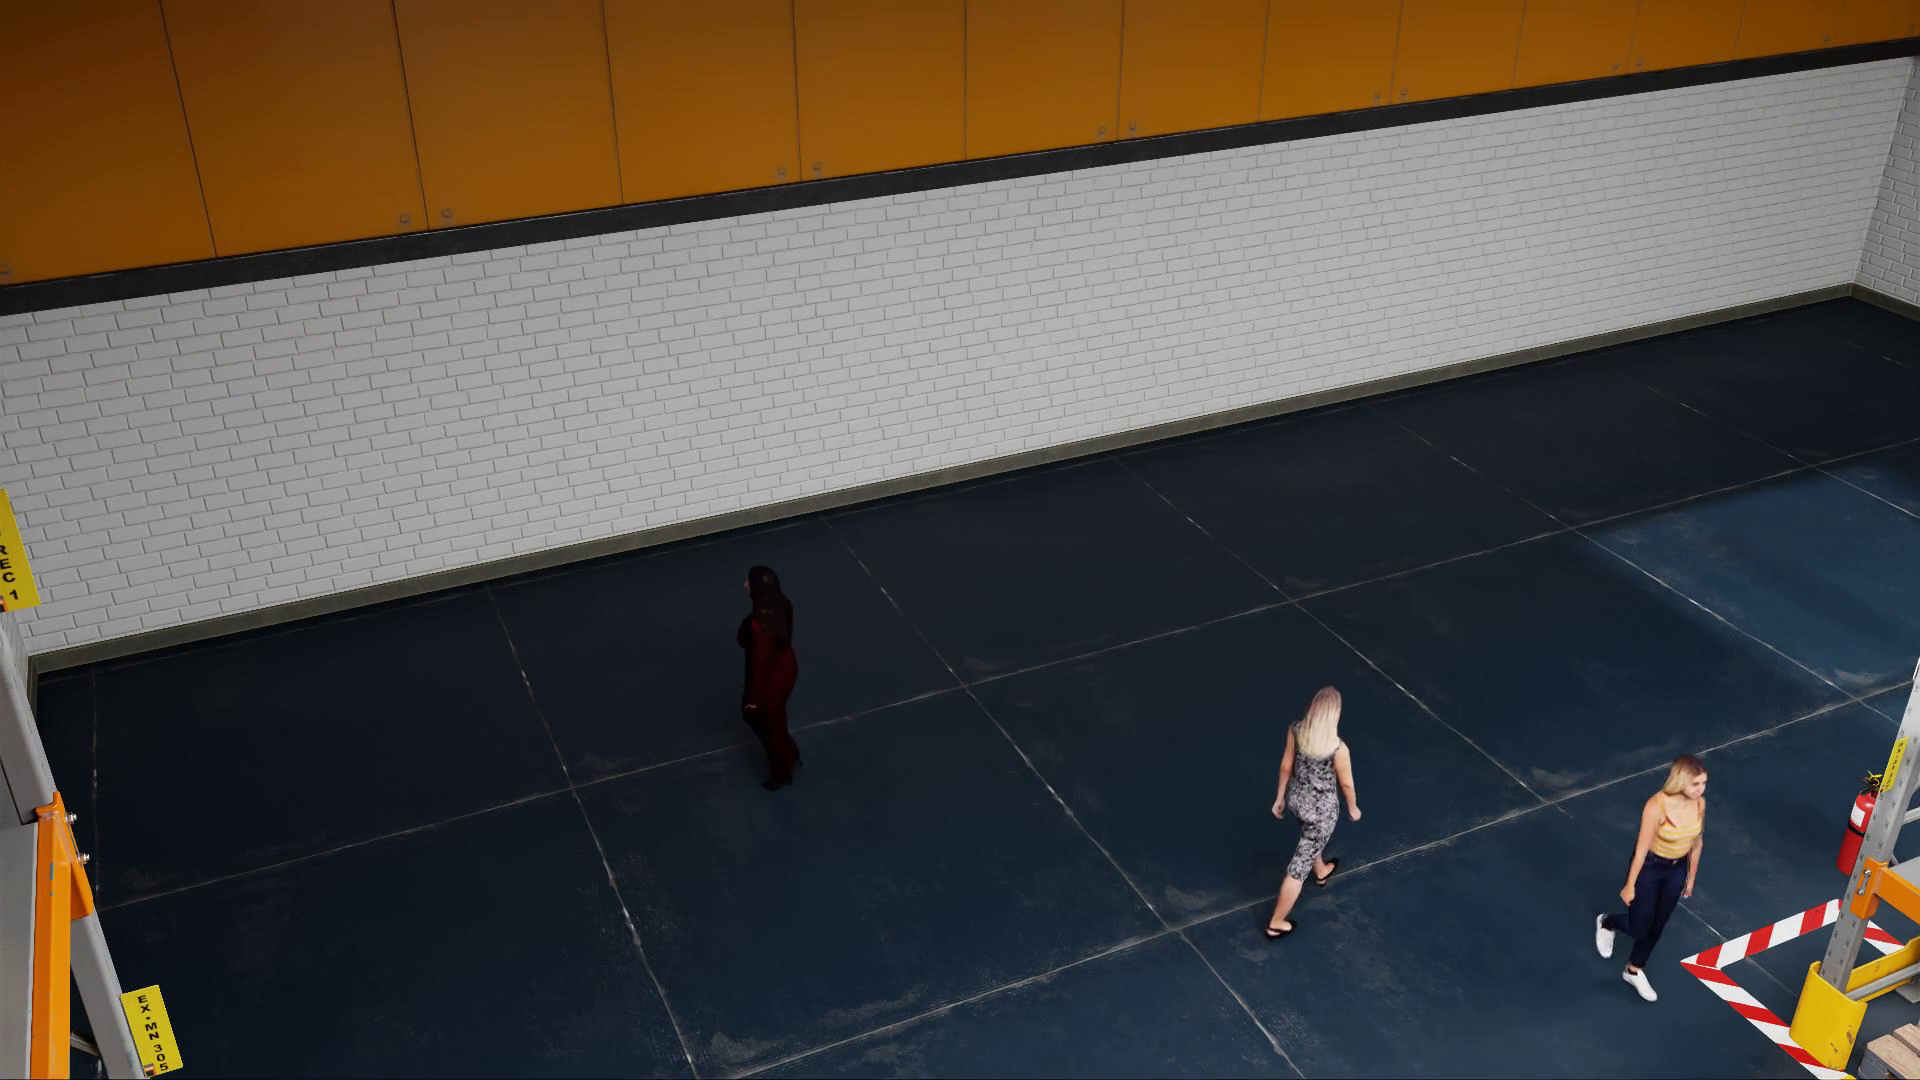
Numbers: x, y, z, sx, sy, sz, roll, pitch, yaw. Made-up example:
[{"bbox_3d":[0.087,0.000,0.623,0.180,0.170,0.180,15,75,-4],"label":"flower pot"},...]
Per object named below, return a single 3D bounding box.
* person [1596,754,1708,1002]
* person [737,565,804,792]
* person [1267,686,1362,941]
[{"bbox_3d":[3.949,1.873,9.546,0.653,1.620,0.779,-8,30,-14],"label":"person"},{"bbox_3d":[-1.179,0.947,11.115,0.856,1.744,0.766,4,29,7],"label":"person"},{"bbox_3d":[2.014,1.671,9.872,0.804,1.663,1.041,-20,35,-33],"label":"person"}]
